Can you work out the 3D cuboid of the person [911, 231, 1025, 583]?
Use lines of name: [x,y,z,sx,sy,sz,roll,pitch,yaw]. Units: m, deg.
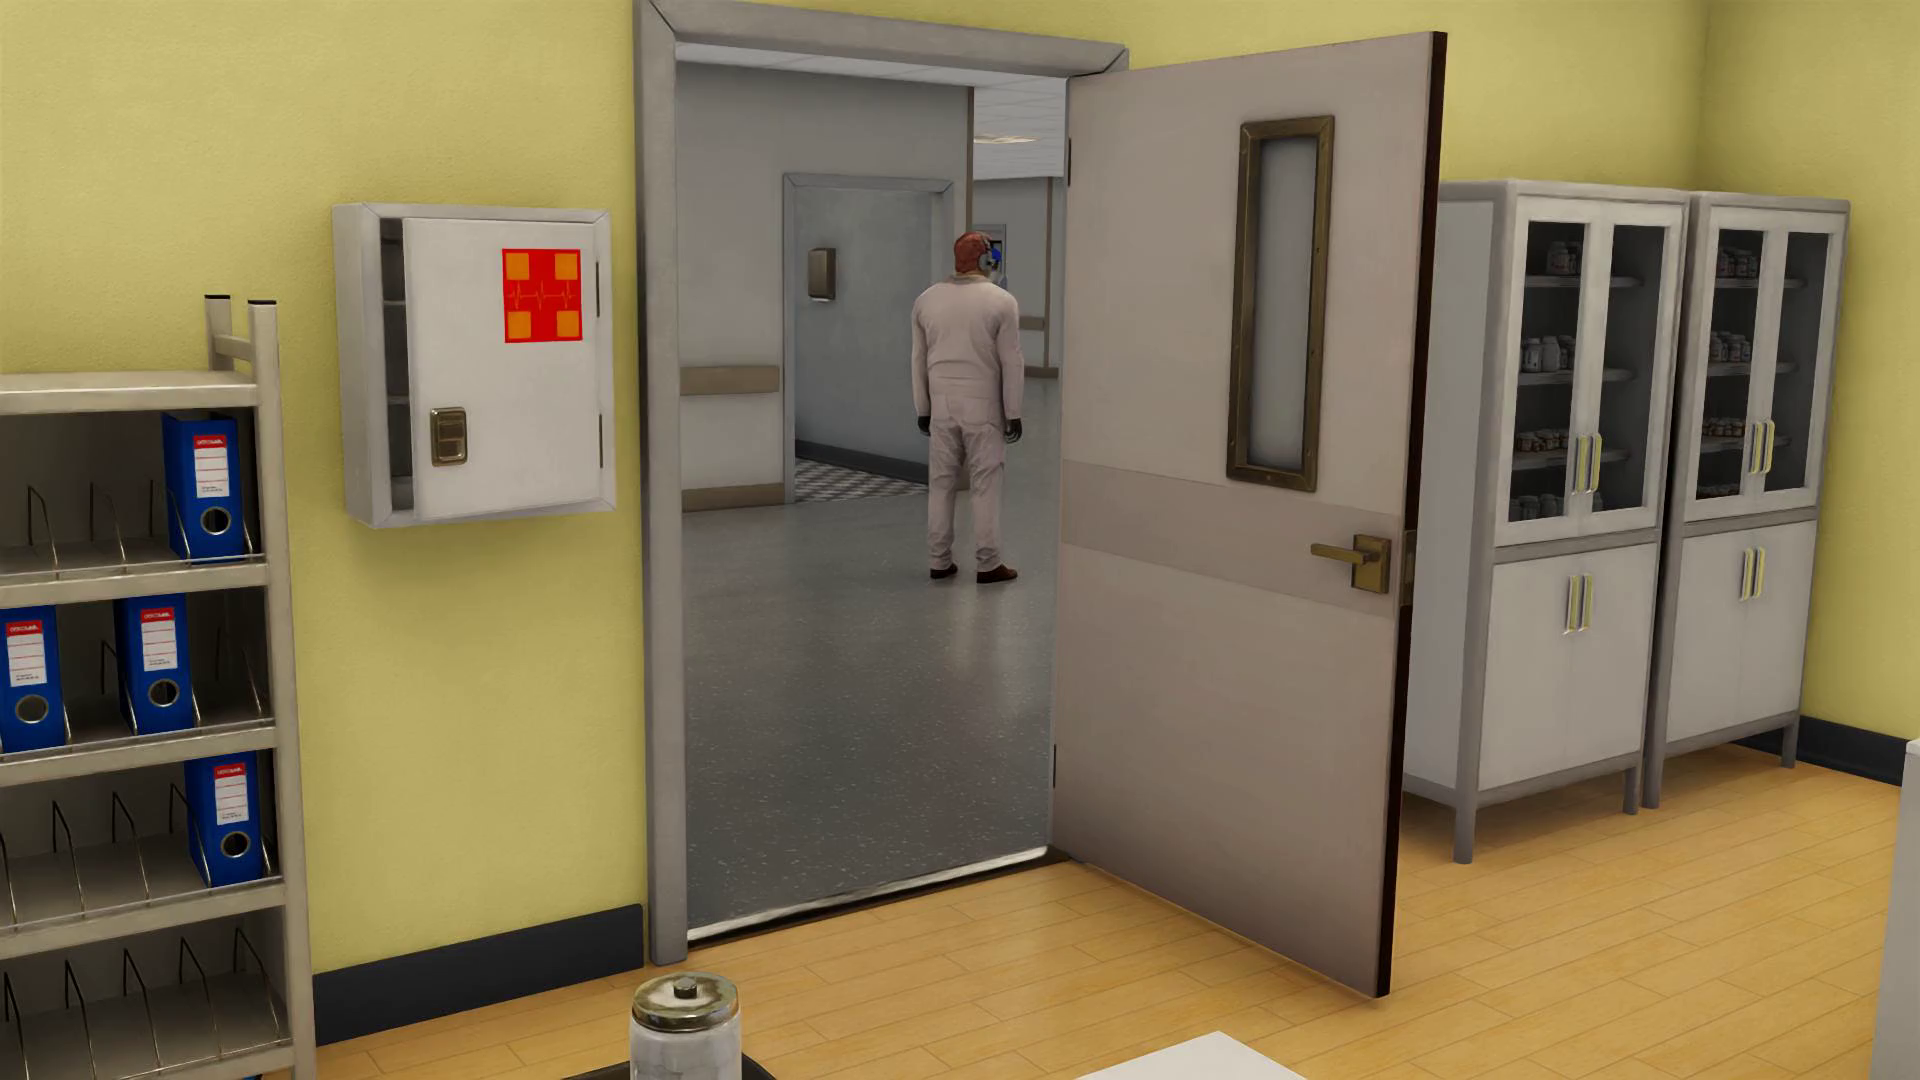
person: [0.059,-0.720,9.082,0.652,1.904,0.402,6,11,26]
